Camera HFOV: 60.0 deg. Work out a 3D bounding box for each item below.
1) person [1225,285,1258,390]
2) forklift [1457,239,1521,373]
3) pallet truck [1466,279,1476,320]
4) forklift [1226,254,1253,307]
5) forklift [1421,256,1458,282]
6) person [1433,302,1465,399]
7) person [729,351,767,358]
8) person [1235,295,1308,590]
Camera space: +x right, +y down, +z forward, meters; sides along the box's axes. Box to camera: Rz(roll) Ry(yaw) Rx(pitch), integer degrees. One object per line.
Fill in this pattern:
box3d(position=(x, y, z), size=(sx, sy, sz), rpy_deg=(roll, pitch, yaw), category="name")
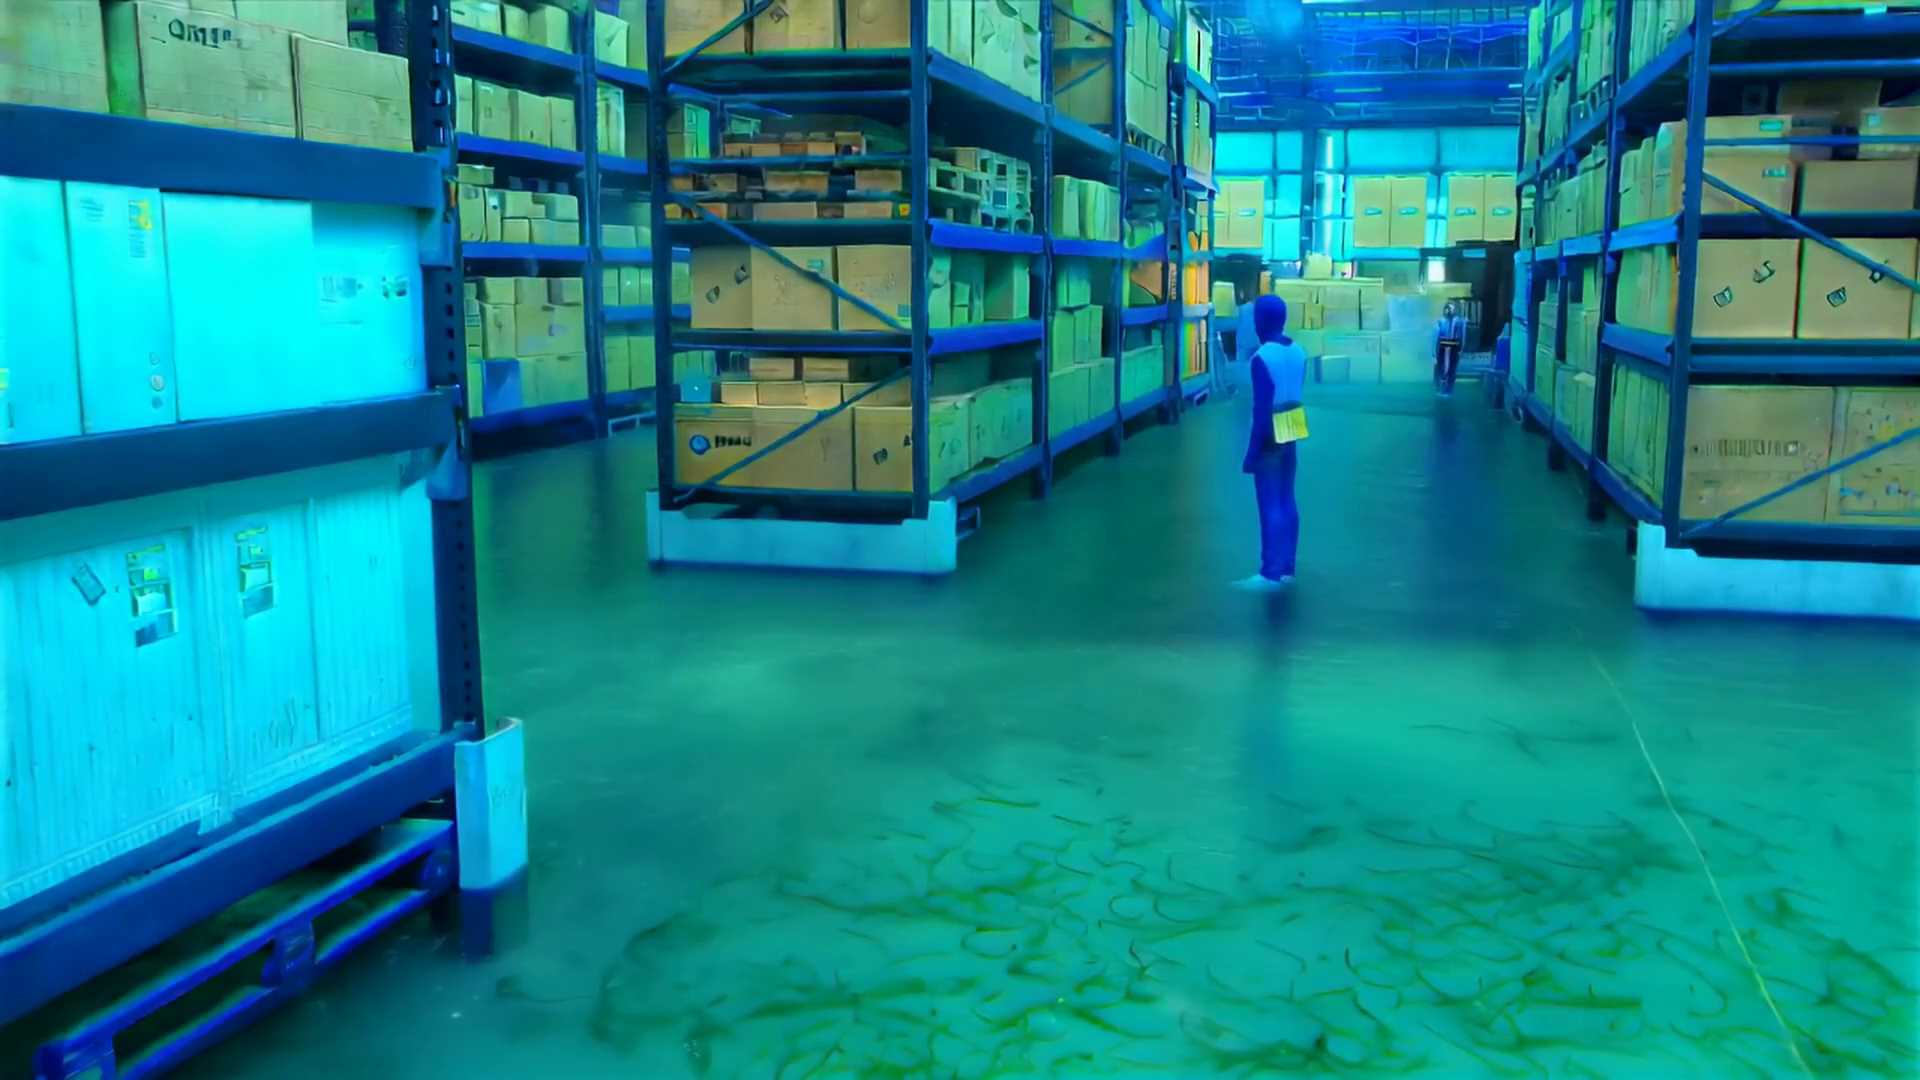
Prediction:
box3d(position=(5.110, -3.671, 30.222), size=(0.985, 1.888, 0.655), rpy_deg=(4, 10, 25), category="person")
box3d(position=(11.532, -4.888, 34.828), size=(1.873, 2.768, 1.129), rpy_deg=(7, 12, 39), category="forklift")
box3d(position=(18.896, -8.459, 60.307), size=(1.885, 1.965, 0.823), rpy_deg=(5, 10, 31), category="pallet truck")
box3d(position=(9.270, -8.127, 55.406), size=(1.873, 2.768, 1.129), rpy_deg=(-7, 11, -38), category="forklift")
box3d(position=(12.355, -6.175, 43.004), size=(1.129, 2.768, 1.873), rpy_deg=(2, 9, 15), category="forklift")
box3d(position=(8.143, -3.152, 27.784), size=(0.546, 1.606, 0.745), rpy_deg=(5, 10, 27), category="person")
box3d(position=(-2.874, -2.510, 22.790), size=(0.712, 1.912, 0.455), rpy_deg=(-6, 11, -33), category="person")
box3d(position=(2.045, -0.627, 10.816), size=(0.392, 1.915, 0.587), rpy_deg=(6, 11, 35), category="person")
